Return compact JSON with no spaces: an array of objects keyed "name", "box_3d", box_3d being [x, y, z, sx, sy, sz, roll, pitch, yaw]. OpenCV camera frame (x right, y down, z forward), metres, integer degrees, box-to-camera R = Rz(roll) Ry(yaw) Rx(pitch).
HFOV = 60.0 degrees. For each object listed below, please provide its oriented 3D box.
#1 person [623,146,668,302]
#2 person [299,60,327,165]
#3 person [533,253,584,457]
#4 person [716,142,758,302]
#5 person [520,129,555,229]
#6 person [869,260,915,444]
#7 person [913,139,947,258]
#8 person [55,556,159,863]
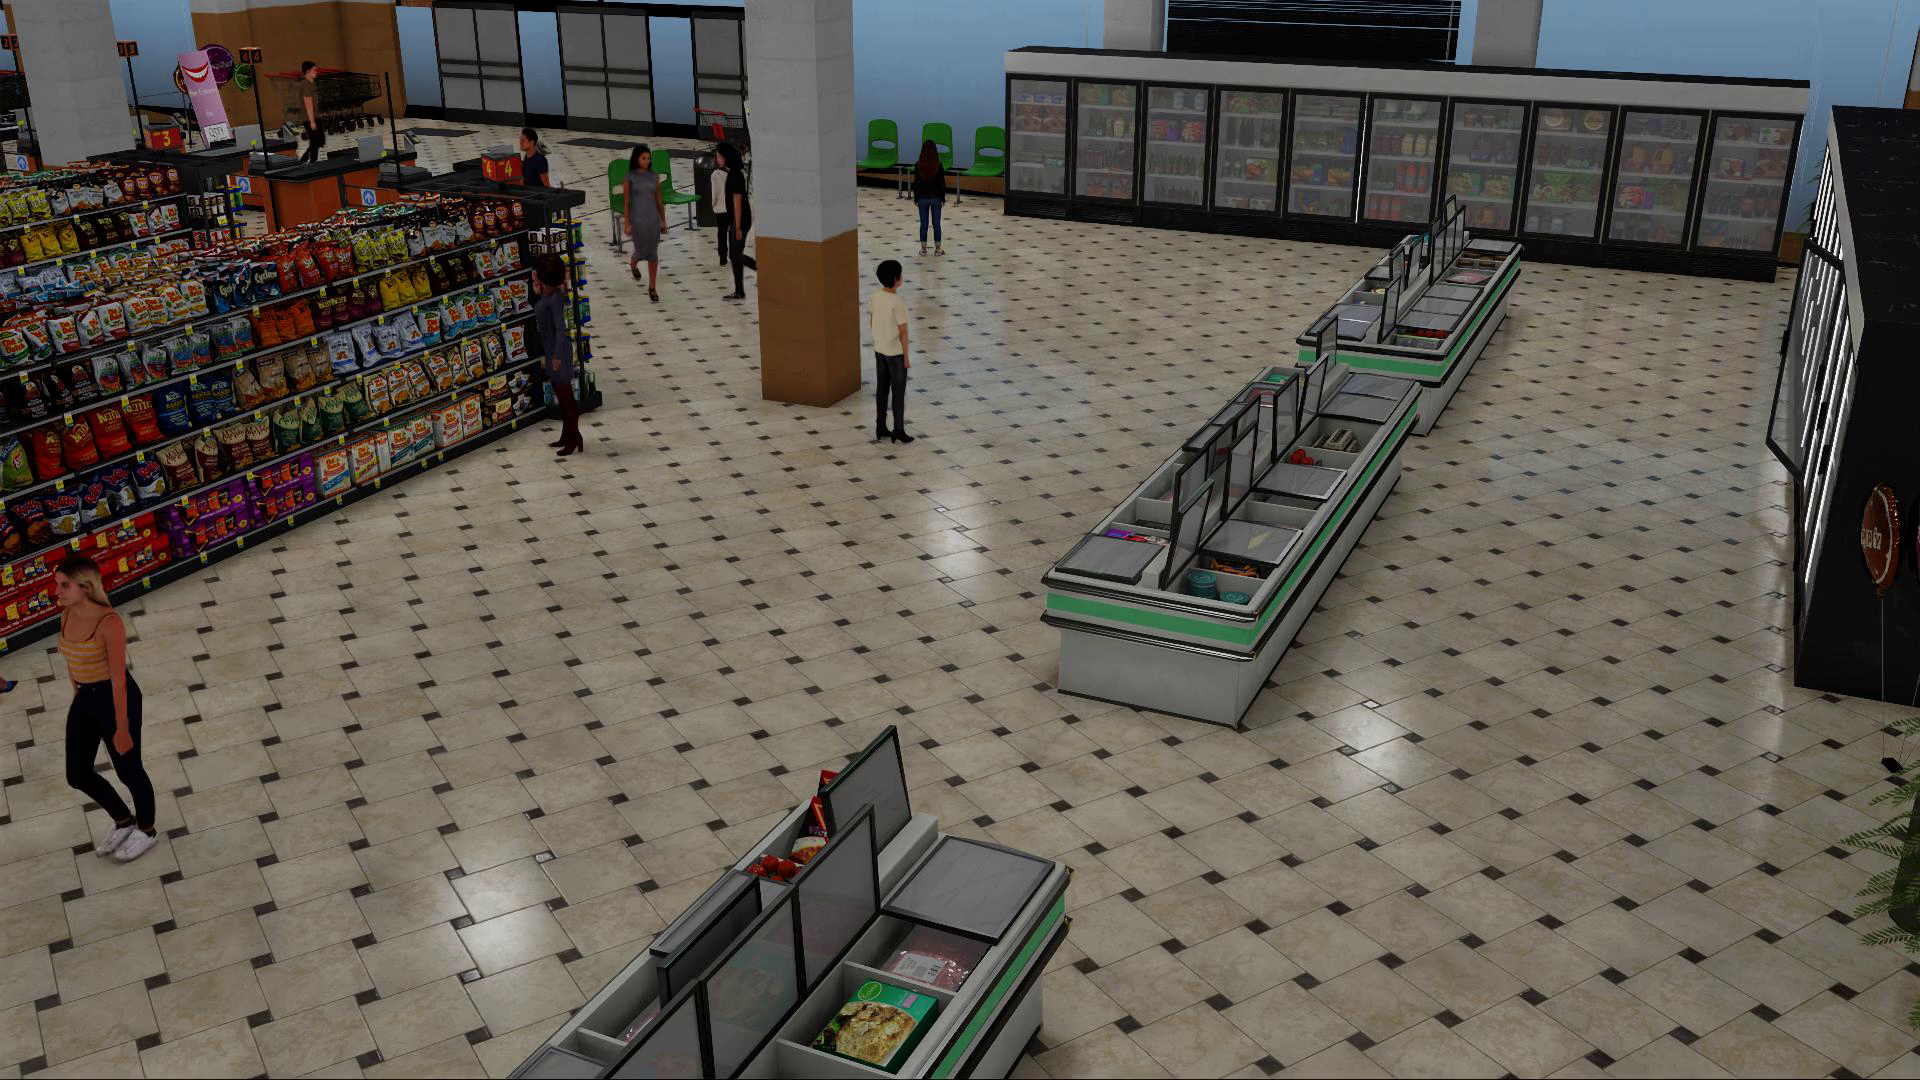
[{"name":"person","box_3d":[-3.662,-3.636,19.113,0.931,1.760,0.968,-12,25,-27]},{"name":"person","box_3d":[-10.547,-6.760,26.790,0.964,1.833,0.907,-2,22,-5]},{"name":"person","box_3d":[-3.393,-1.570,14.038,0.718,1.710,0.659,-8,23,-19]},{"name":"person","box_3d":[-2.447,-3.636,19.056,1.025,1.803,0.993,-6,23,-14]},{"name":"person","box_3d":[-5.066,-4.114,20.328,1.218,1.741,1.020,-15,26,-33]},{"name":"person","box_3d":[-0.594,-1.623,14.334,0.648,1.587,0.588,20,29,40]},{"name":"person","box_3d":[-0.393,-4.401,21.388,0.631,1.483,0.618,1,22,2]},{"name":"person","box_3d":[-4.153,0.811,8.231,0.577,1.623,0.549,10,24,23]}]
